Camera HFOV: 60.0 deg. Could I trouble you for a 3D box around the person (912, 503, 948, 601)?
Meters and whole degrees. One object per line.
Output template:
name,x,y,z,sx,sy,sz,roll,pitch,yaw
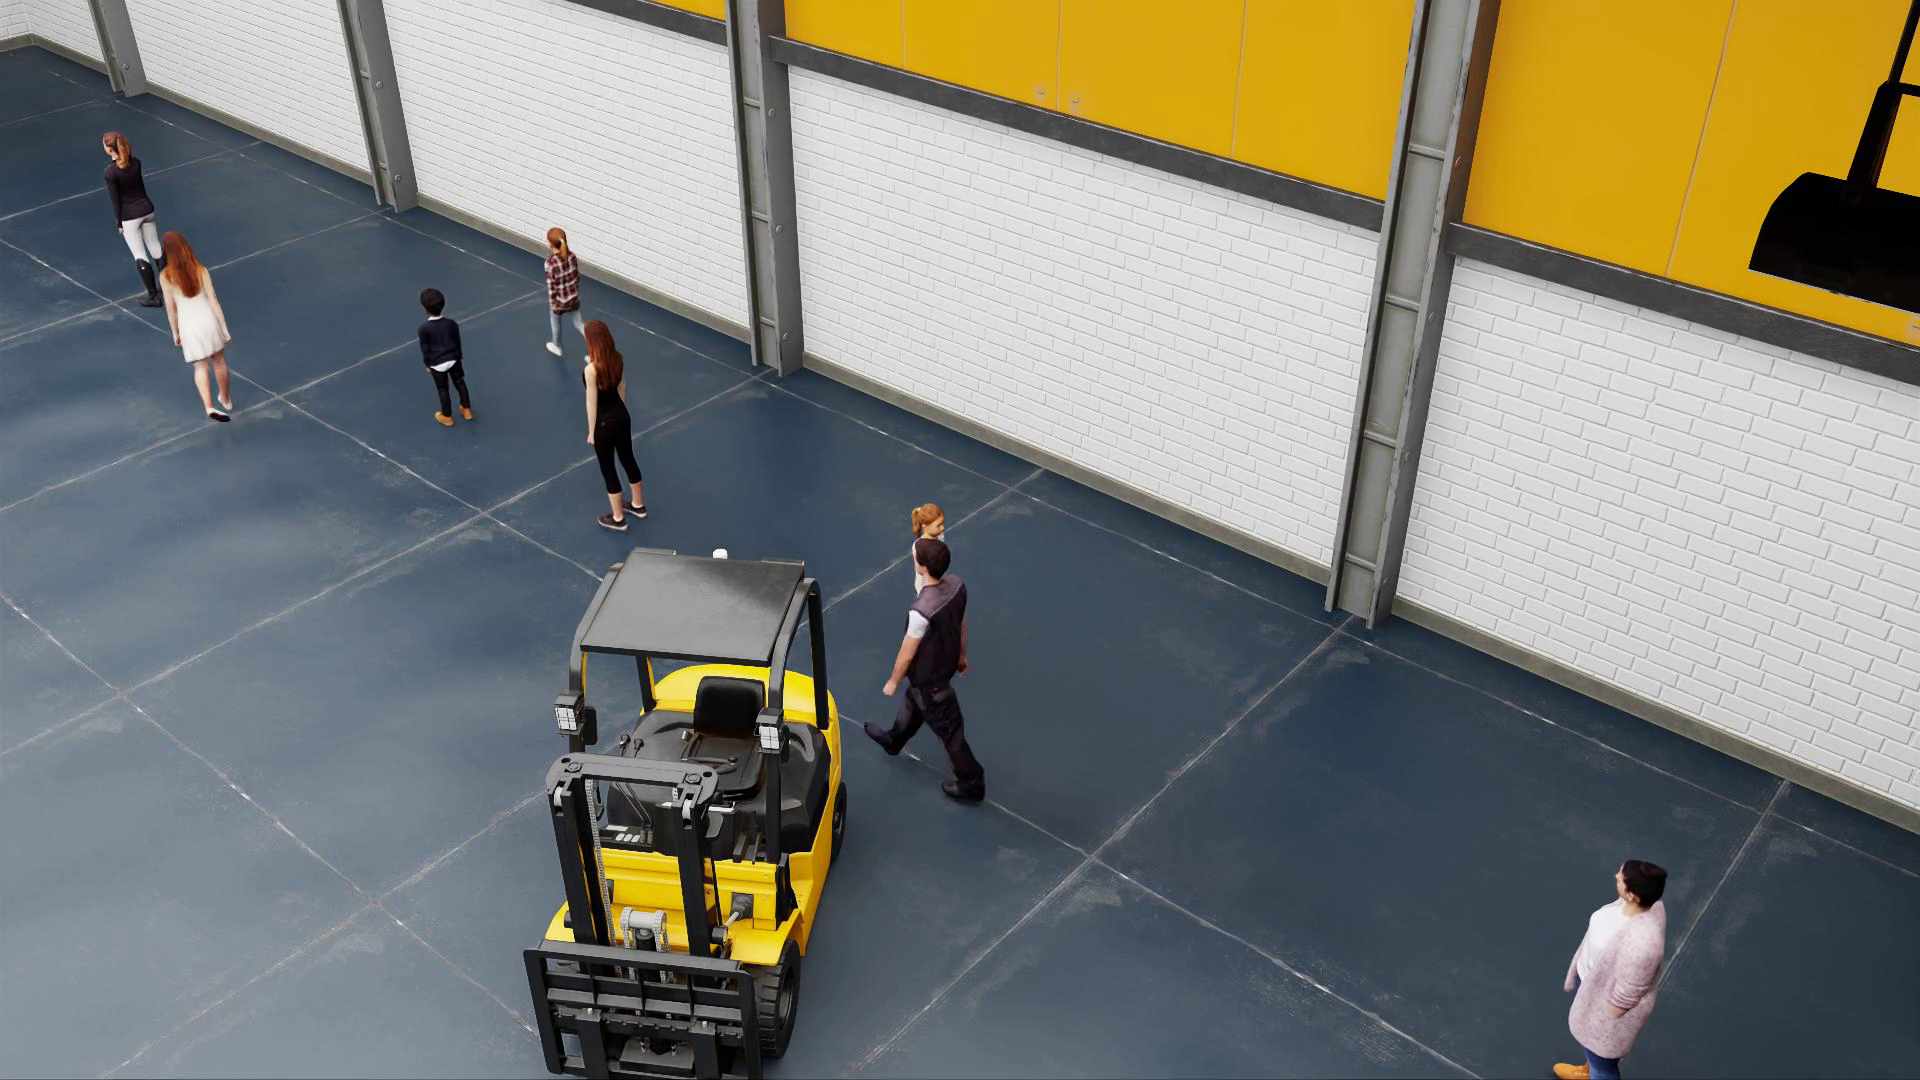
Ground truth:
person,-0.215,0.321,11.278,0.518,1.314,0.486,20,39,27

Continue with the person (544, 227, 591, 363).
person,-3.536,-2.190,15.081,0.897,1.286,0.555,27,42,35

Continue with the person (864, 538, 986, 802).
person,-0.074,0.837,10.058,1.231,1.805,0.862,14,36,20

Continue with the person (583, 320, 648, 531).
person,-2.665,-0.886,12.722,0.579,1.724,0.596,16,37,23

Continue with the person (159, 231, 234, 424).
person,-6.417,-1.745,14.055,0.860,1.681,1.080,-12,36,-18

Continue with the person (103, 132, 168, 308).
person,-7.941,-3.101,16.051,0.616,1.728,0.608,14,36,20

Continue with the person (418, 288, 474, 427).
person,-4.404,-1.566,14.201,0.541,1.220,0.520,-23,40,-30

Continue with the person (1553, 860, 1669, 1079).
person,3.191,2.190,8.081,0.739,1.741,0.767,12,35,17
